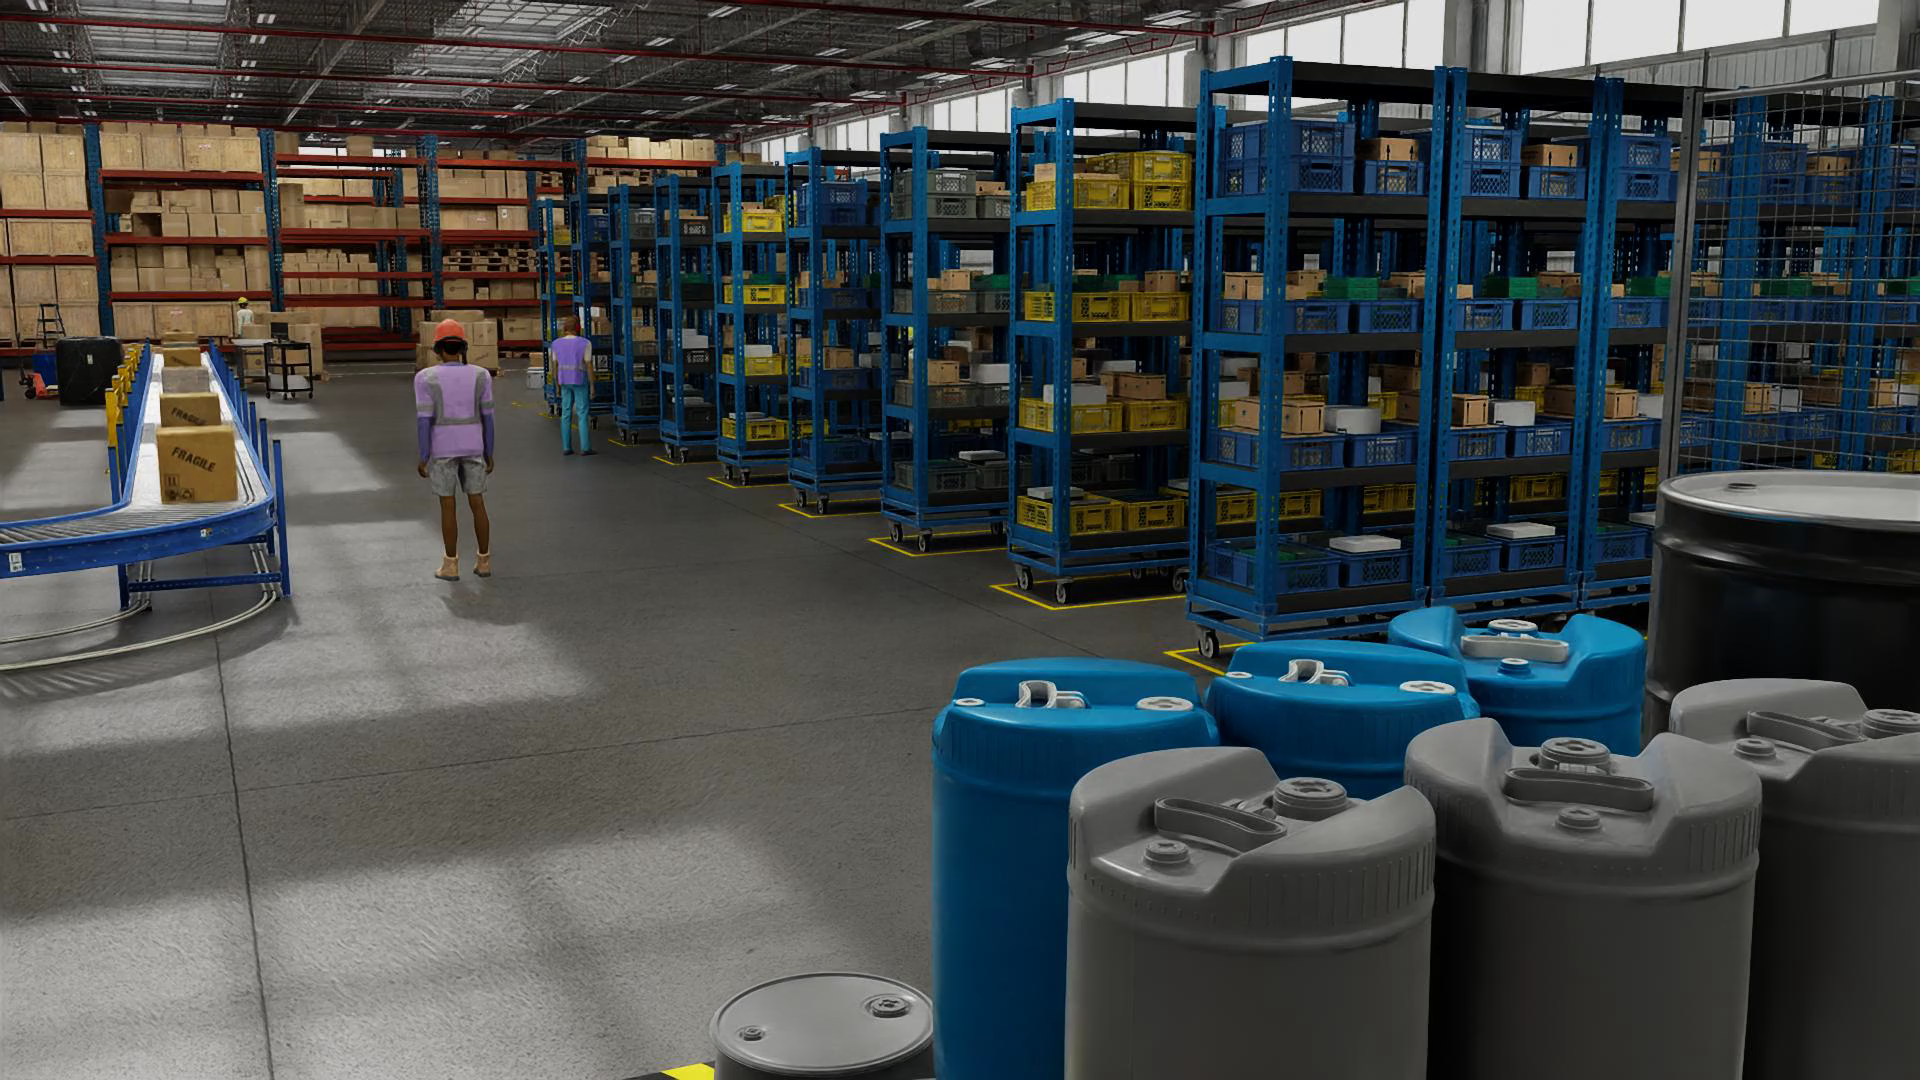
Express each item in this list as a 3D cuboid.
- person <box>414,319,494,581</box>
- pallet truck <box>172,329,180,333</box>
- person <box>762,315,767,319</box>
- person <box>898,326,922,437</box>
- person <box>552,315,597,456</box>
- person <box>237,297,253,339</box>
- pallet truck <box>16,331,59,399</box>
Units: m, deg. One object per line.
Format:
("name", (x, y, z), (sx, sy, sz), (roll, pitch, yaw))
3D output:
("person", (-3.959, -0.702, 13.030), (0.609, 2.043, 0.397), (-6, 11, -34))
("pallet truck", (-17.275, -3.851, 35.096), (1.601, 1.201, 0.680), (0, 9, 1))
("person", (-5.343, -5.894, 45.449), (0.621, 1.974, 0.427), (6, 11, 33))
("person", (-0.561, -1.596, 19.223), (0.404, 1.836, 0.590), (2, 9, 13))
("person", (-5.059, -2.018, 21.809), (0.567, 1.845, 0.386), (2, 9, 12))
("person", (-18.282, -5.320, 42.540), (0.327, 1.769, 0.525), (3, 10, 18))
("pallet truck", (-17.082, -3.353, 31.781), (1.630, 1.274, 0.653), (-4, 10, -25))
